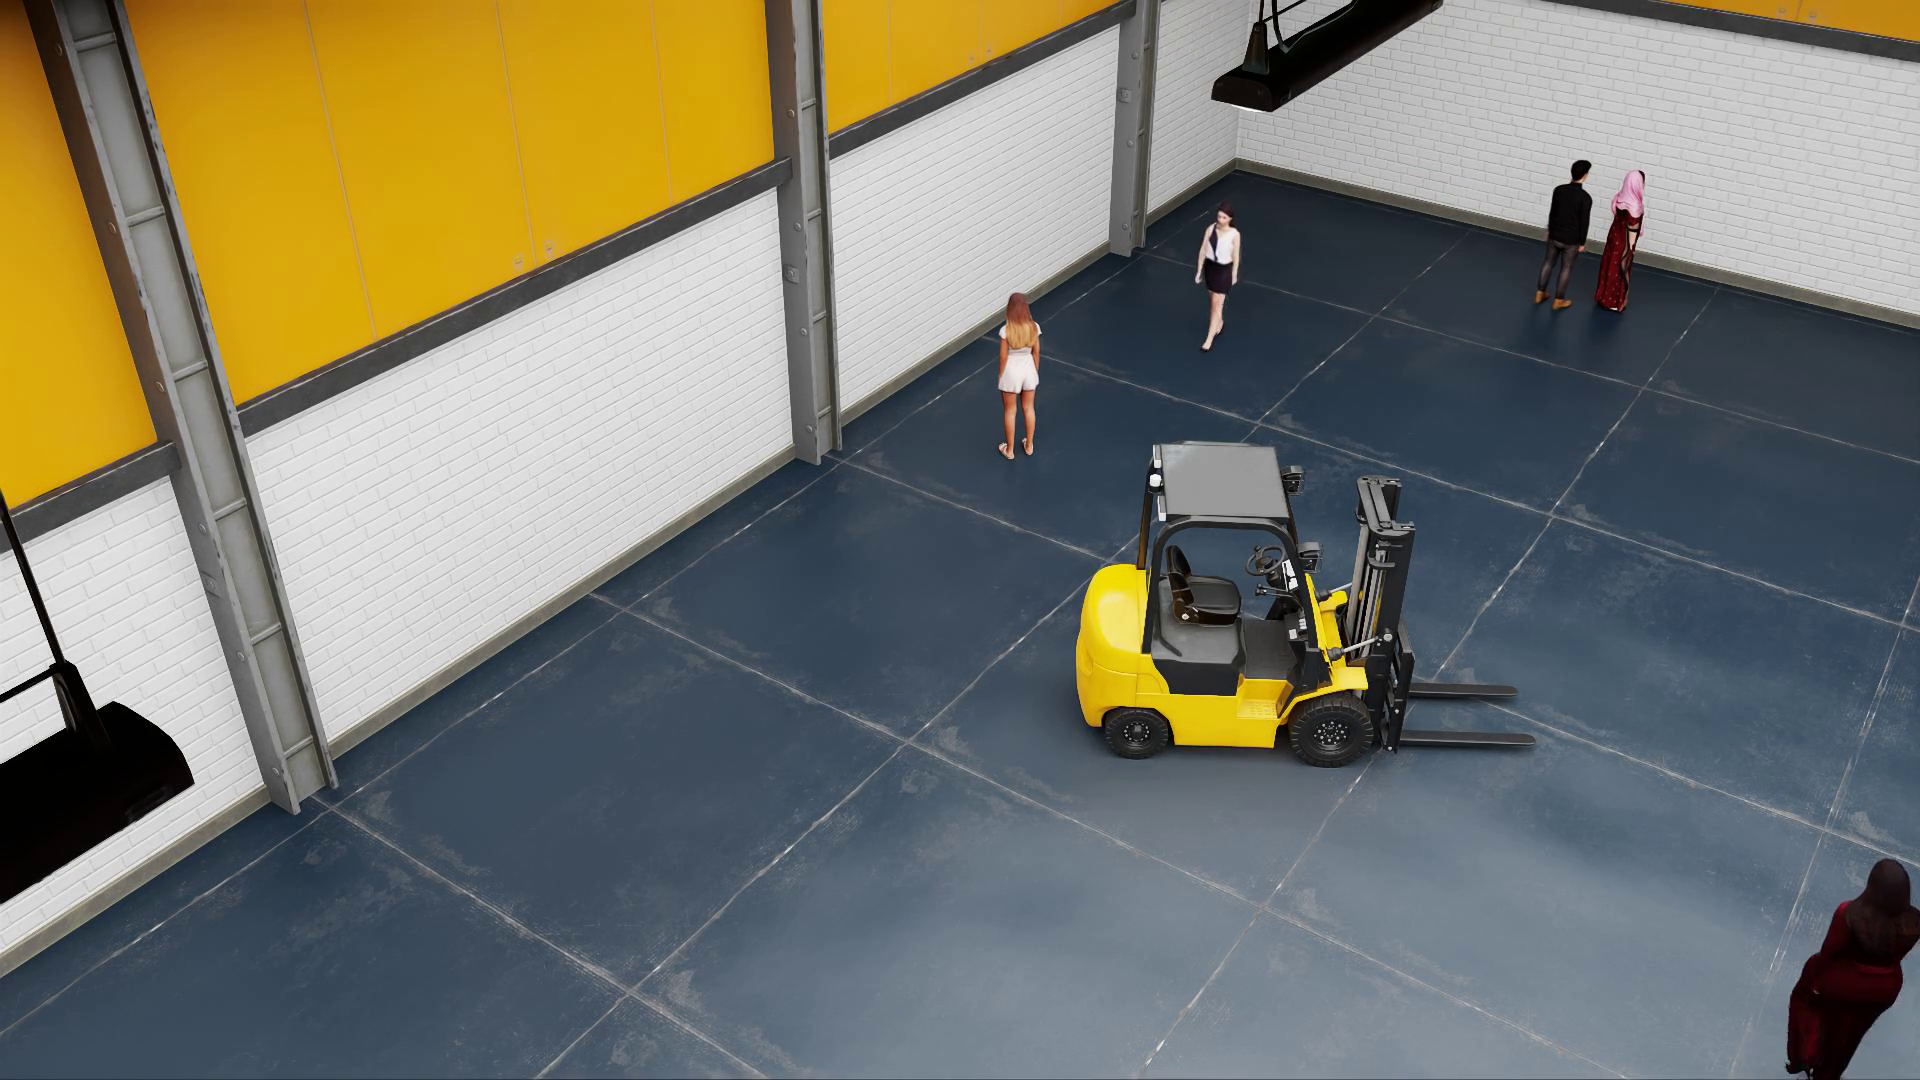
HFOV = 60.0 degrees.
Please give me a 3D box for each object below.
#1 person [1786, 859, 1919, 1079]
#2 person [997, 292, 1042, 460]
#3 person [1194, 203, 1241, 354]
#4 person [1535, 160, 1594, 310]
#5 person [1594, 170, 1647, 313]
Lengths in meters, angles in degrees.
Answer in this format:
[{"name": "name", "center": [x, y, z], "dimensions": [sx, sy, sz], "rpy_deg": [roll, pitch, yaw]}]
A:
[{"name": "person", "center": [5.164, 2.606, 9.558], "dimensions": [0.785, 1.745, 0.825], "rpy_deg": [6, 34, 9]}, {"name": "person", "center": [0.553, -1.573, 15.891], "dimensions": [0.647, 1.695, 0.725], "rpy_deg": [-10, 35, -15]}, {"name": "person", "center": [2.819, -2.886, 17.935], "dimensions": [0.575, 1.619, 0.944], "rpy_deg": [20, 39, 27]}, {"name": "person", "center": [6.799, -3.437, 18.672], "dimensions": [0.642, 1.721, 0.711], "rpy_deg": [-24, 41, -32]}, {"name": "person", "center": [7.424, -3.363, 18.636], "dimensions": [0.826, 1.637, 0.740], "rpy_deg": [-1, 34, -1]}]
